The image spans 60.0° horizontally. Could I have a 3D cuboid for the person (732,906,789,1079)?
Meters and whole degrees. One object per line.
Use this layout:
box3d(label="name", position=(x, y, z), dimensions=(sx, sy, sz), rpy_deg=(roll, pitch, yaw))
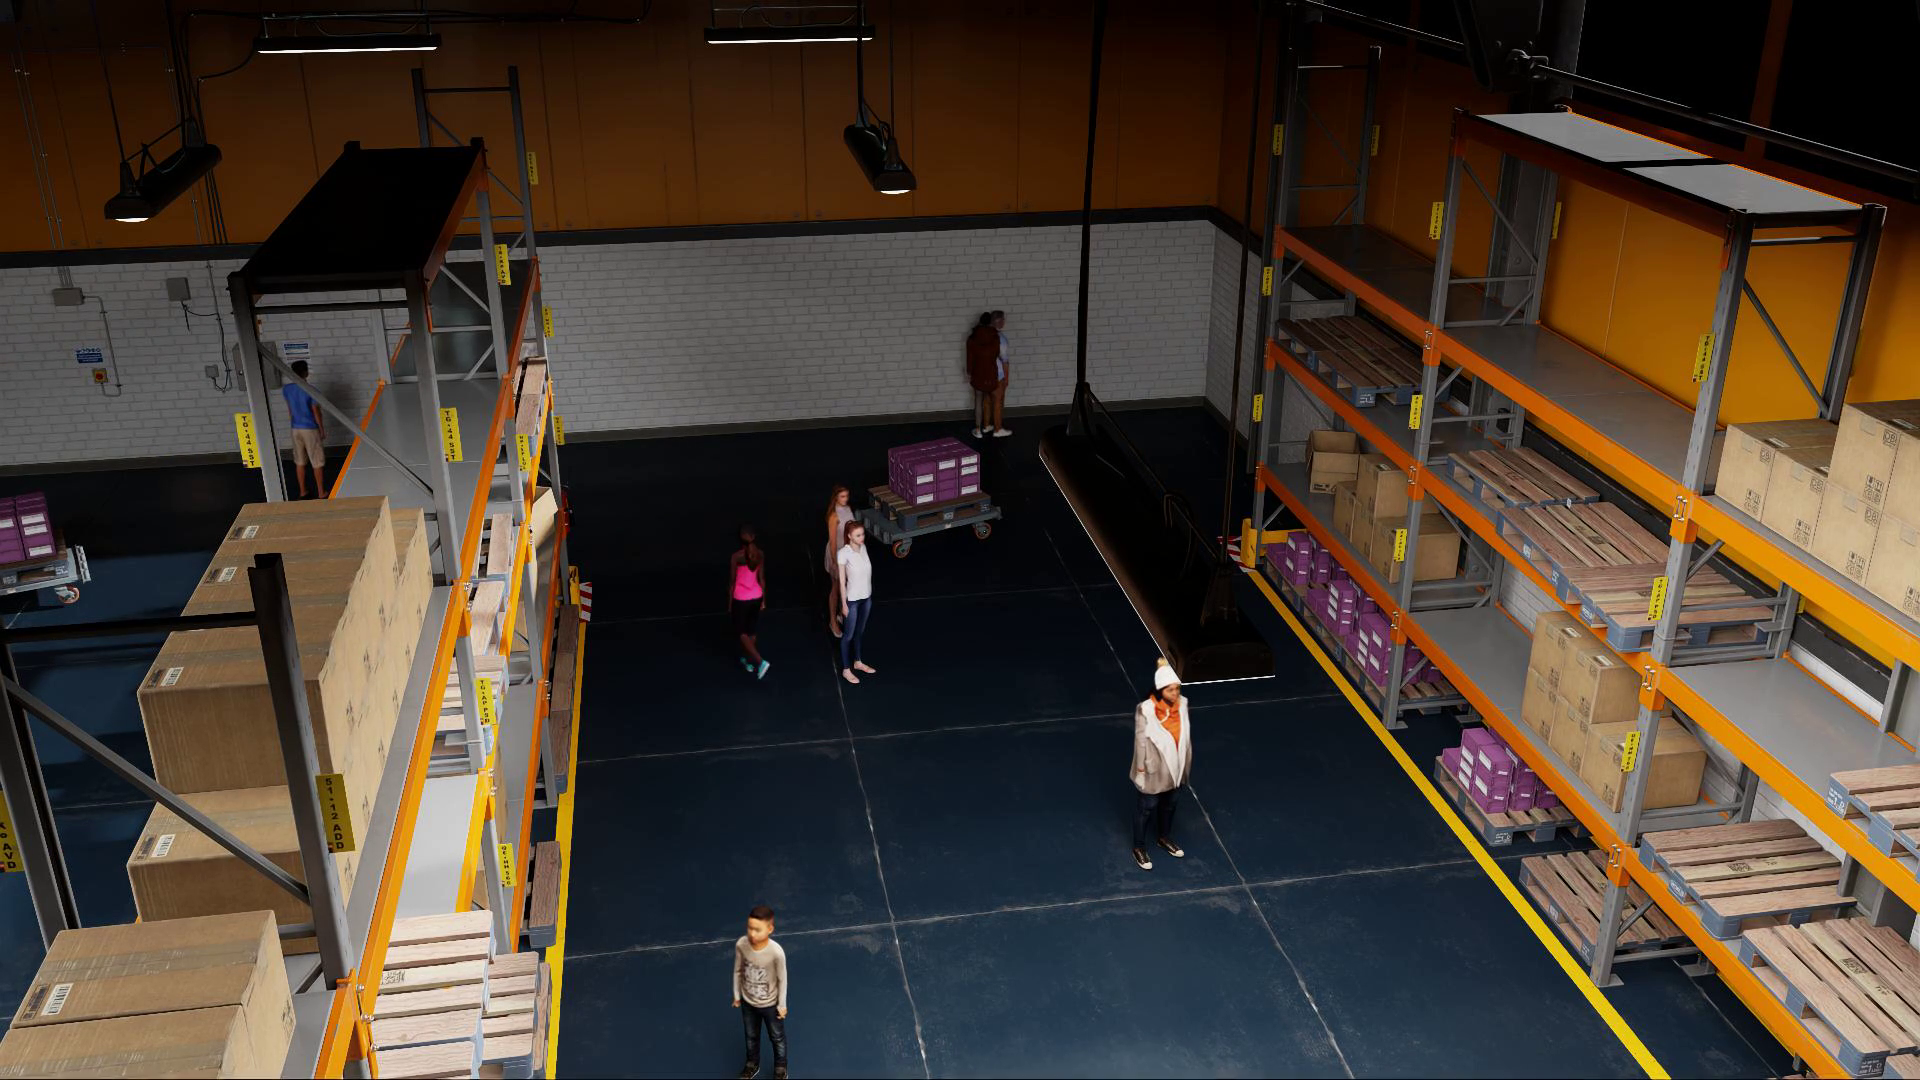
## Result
box3d(label="person", position=(-1.373, 3.179, 11.589), dimensions=(0.632, 1.465, 0.644), rpy_deg=(7, 25, 16))

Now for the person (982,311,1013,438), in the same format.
box3d(label="person", position=(0.502, -2.401, 23.905), dimensions=(0.827, 1.824, 0.694), rpy_deg=(-19, 30, -37))

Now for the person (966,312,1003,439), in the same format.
box3d(label="person", position=(0.373, -2.361, 23.797), dimensions=(0.702, 1.838, 0.679), rpy_deg=(-3, 24, -7))

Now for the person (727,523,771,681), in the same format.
box3d(label="person", position=(-2.148, 0.659, 17.051), dimensions=(0.816, 1.707, 1.024), rpy_deg=(-15, 28, -31))

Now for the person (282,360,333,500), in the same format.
box3d(label="person", position=(-8.503, -1.429, 21.635), dimensions=(0.736, 1.861, 0.709), rpy_deg=(4, 24, 9))

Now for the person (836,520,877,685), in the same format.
box3d(label="person", position=(-1.087, 0.609, 17.125), dimensions=(0.707, 1.739, 0.655), rpy_deg=(17, 29, 34))

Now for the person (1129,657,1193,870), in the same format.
box3d(label="person", position=(1.693, 1.862, 14.071), dimensions=(0.783, 1.890, 0.792), rpy_deg=(-14, 27, -29))

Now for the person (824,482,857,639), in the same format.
box3d(label="person", position=(-1.293, 0.198, 18.030), dimensions=(0.743, 1.768, 0.677), rpy_deg=(13, 27, 28))
